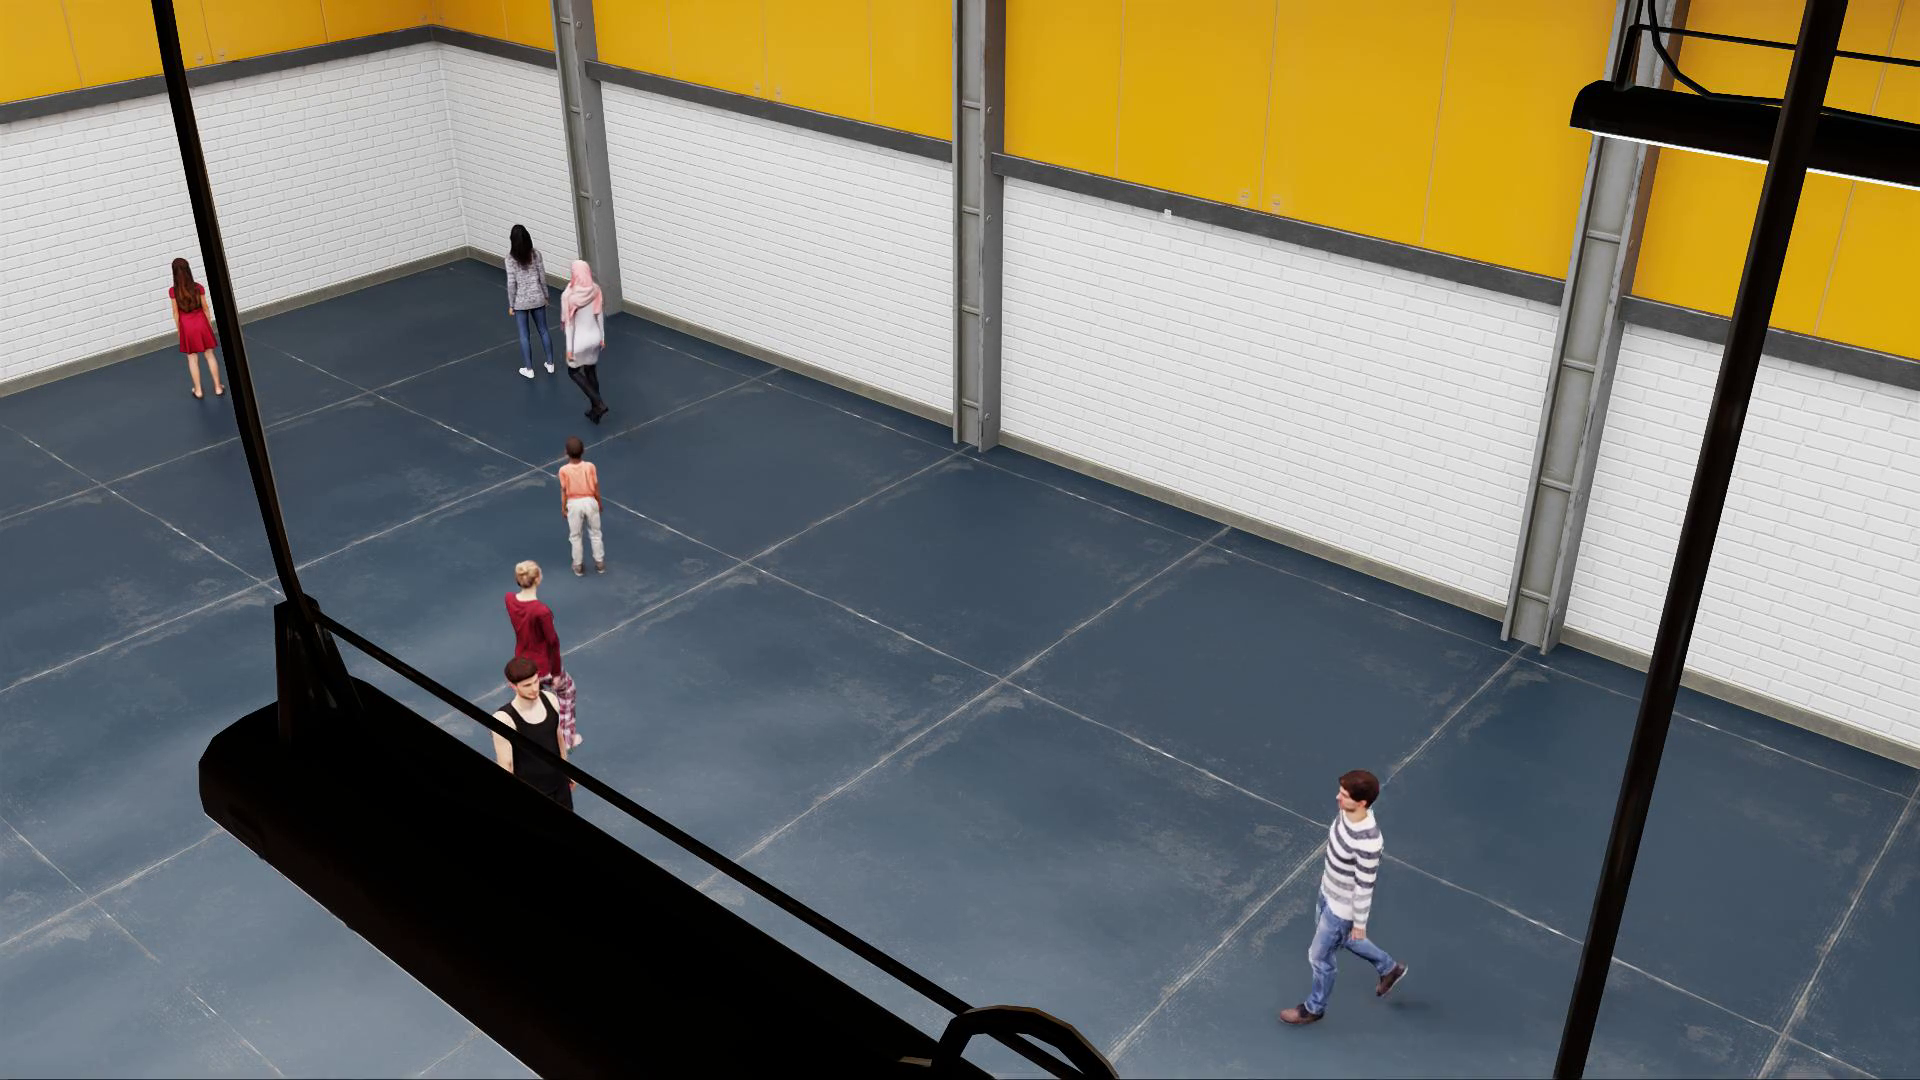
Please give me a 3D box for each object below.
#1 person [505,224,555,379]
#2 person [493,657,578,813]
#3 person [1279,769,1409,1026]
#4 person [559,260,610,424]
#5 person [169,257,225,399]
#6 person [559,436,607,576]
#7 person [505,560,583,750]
[{"bbox_3d":[-4.810,-2.669,18.507,0.671,1.732,0.604,-19,34,-31],"label":"person"},{"bbox_3d":[-2.688,1.552,10.604,0.590,1.890,0.713,18,34,30],"label":"person"},{"bbox_3d":[2.333,2.082,9.697,1.117,1.827,1.019,0,29,0],"label":"person"},{"bbox_3d":[-3.837,-2.008,17.233,0.660,1.791,0.765,-25,38,-38],"label":"person"},{"bbox_3d":[-8.308,-2.309,18.035,0.629,1.551,0.690,-16,32,-27],"label":"person"},{"bbox_3d":[-3.321,-0.303,14.610,0.575,1.309,0.611,-8,30,-14],"label":"person"},{"bbox_3d":[-3.091,0.925,11.967,0.750,1.685,0.805,11,31,19],"label":"person"}]
